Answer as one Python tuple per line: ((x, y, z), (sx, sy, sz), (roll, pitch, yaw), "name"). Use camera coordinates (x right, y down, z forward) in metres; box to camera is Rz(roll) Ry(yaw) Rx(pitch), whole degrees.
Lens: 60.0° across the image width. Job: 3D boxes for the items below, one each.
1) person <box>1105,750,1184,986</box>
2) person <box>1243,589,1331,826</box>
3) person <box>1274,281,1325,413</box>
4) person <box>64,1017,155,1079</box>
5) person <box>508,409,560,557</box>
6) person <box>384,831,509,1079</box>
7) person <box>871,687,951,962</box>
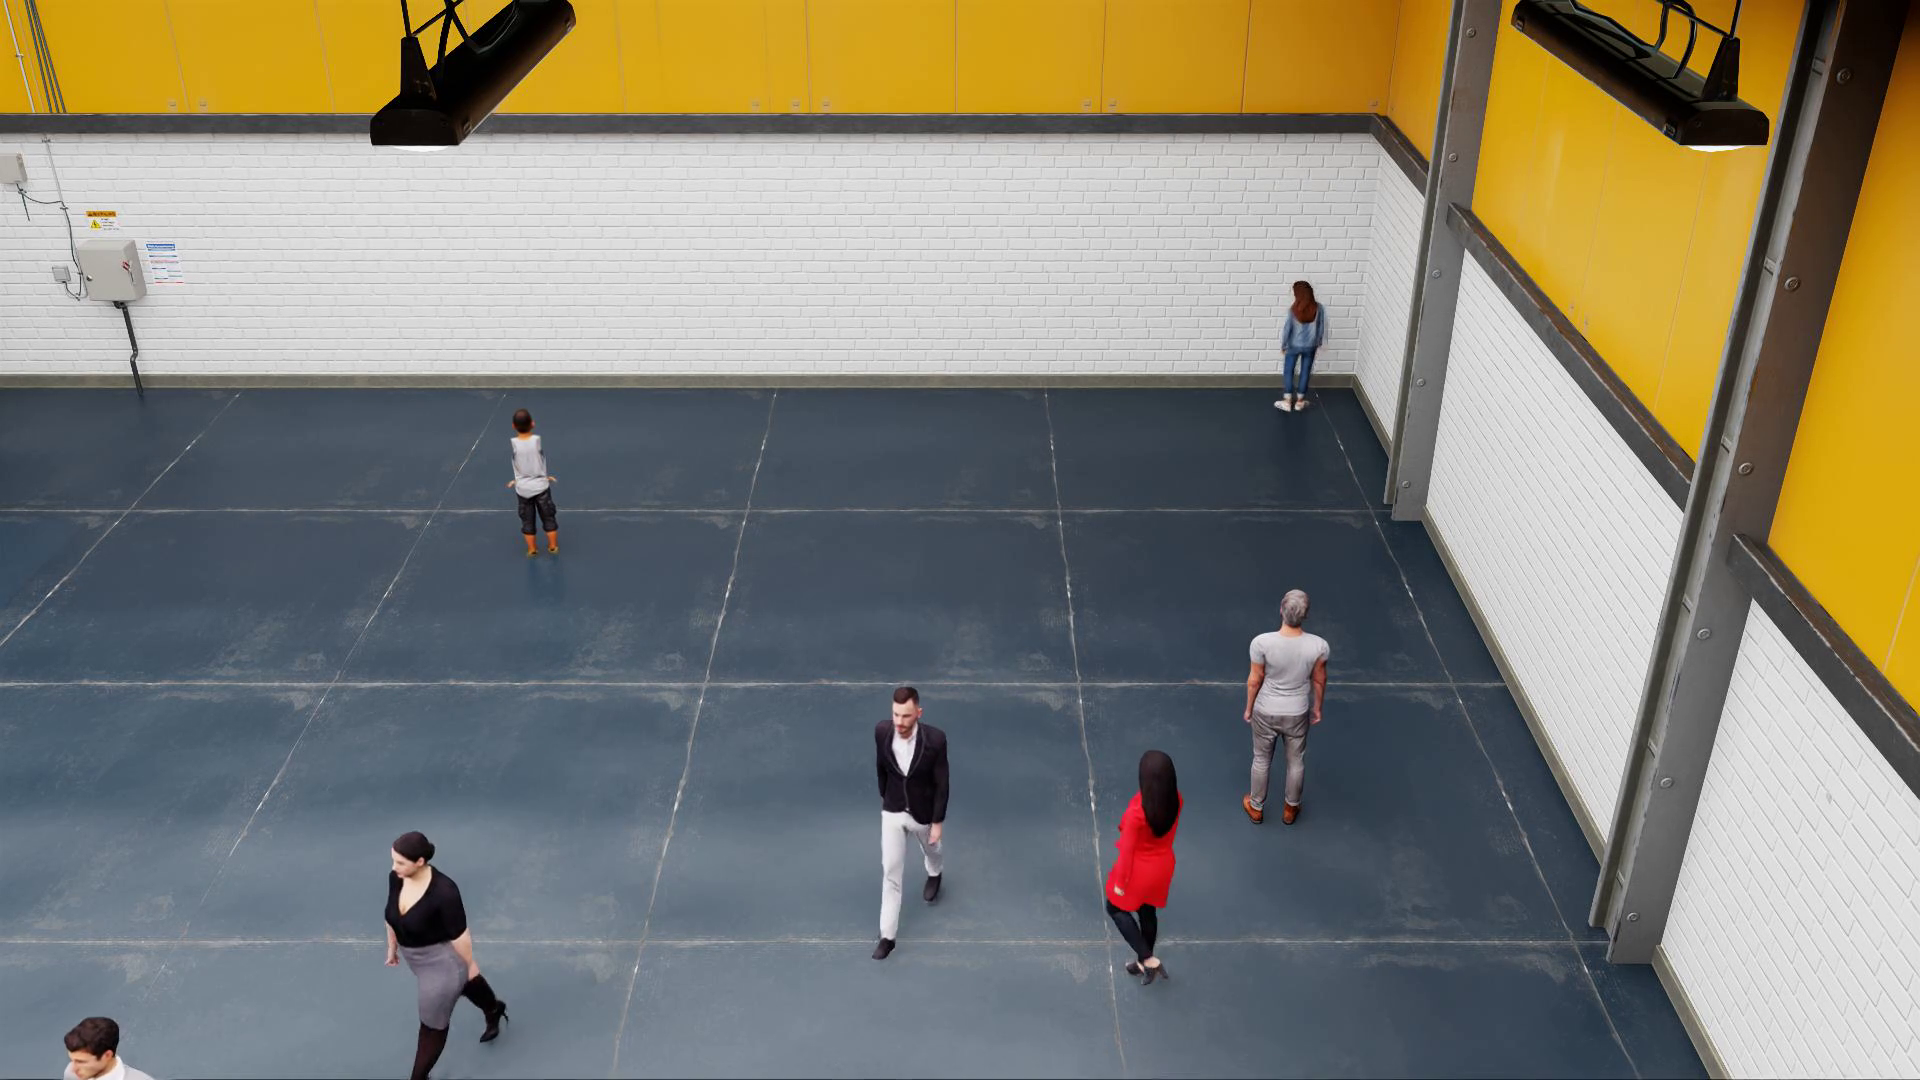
((1.162, 2.027, 9.932), (0.809, 1.741, 0.868), (-22, 36, -35), "person")
((2.219, 1.161, 11.424), (0.701, 1.831, 0.554), (2, 29, 3), "person")
((3.660, -2.071, 17.732), (0.596, 1.466, 0.482), (7, 29, 13), "person")
((-3.896, 2.977, 8.026), (1.144, 1.898, 1.358), (15, 32, 25), "person")
((-3.851, -0.551, 14.957), (0.627, 1.454, 0.566), (-7, 29, -12), "person")
((-2.882, 2.326, 9.423), (1.085, 1.703, 1.216), (20, 34, 32), "person")
((-0.254, 1.676, 10.534), (0.908, 1.780, 1.323), (8, 30, 14), "person")
